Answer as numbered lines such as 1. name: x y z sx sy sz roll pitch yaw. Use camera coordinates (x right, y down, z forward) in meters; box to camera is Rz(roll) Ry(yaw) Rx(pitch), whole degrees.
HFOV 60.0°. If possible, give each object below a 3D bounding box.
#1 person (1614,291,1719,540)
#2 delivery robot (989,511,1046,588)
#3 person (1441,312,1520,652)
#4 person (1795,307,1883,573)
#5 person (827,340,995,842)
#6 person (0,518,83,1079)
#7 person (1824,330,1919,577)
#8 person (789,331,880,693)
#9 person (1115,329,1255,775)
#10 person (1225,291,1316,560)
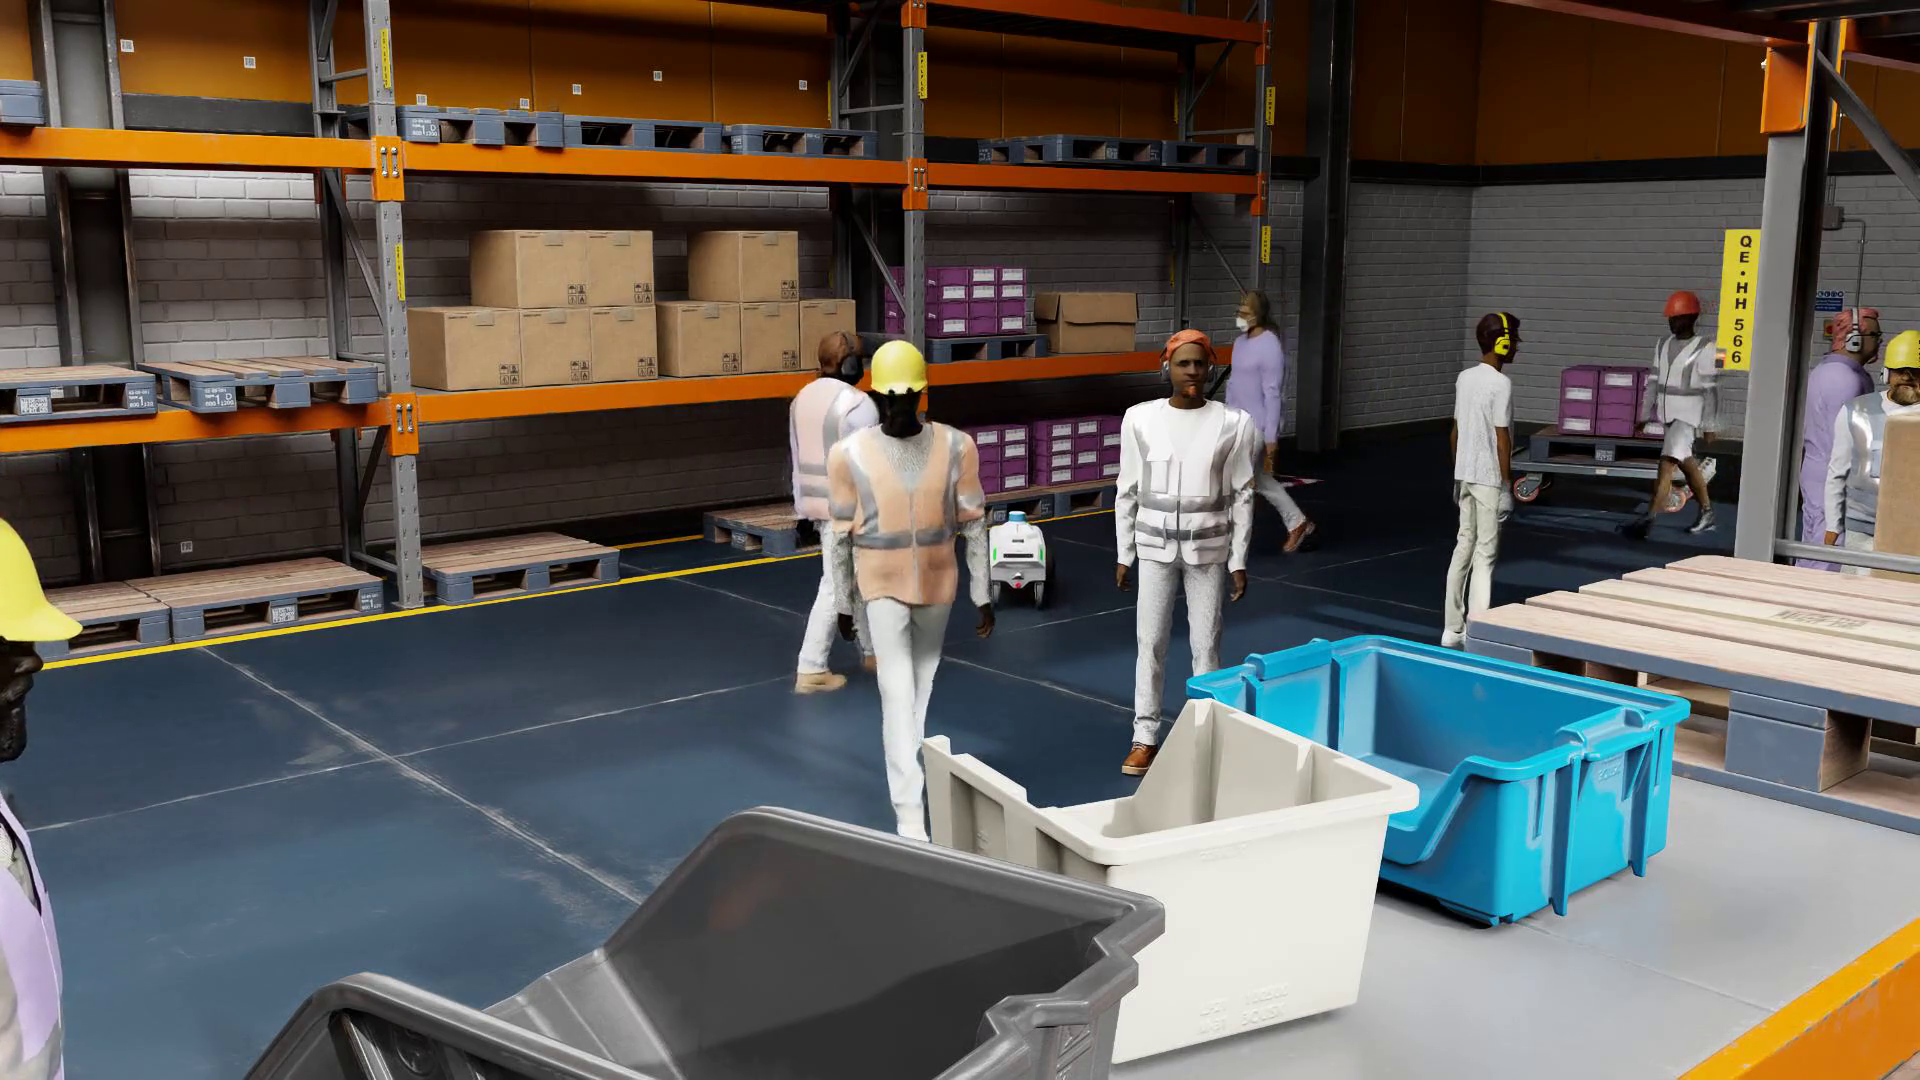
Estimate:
1. person: 5.452 -0.935 12.609 1.014 1.888 0.541 -3 11 -17
2. delivery robot: 0.356 0.064 10.432 0.477 0.478 0.707 0 10 0
3. person: 2.862 -0.300 9.071 0.310 1.861 0.533 -3 10 -14
4. person: 4.585 -0.247 8.648 0.406 1.911 0.638 3 11 16
5. person: -0.207 0.165 6.434 0.599 1.885 0.984 -3 10 -14
6. person: -1.321 0.895 2.223 0.392 1.922 0.590 -4 11 -23
7. person: 4.446 -0.080 7.922 0.598 1.830 0.403 4 11 22
8. person: -0.544 -0.152 8.425 0.831 1.805 0.627 -7 12 -34
9. person: 0.927 0.067 6.954 0.575 1.884 0.355 3 10 15
10. person: 2.123 -0.802 11.753 0.924 1.913 0.629 -2 10 -9
